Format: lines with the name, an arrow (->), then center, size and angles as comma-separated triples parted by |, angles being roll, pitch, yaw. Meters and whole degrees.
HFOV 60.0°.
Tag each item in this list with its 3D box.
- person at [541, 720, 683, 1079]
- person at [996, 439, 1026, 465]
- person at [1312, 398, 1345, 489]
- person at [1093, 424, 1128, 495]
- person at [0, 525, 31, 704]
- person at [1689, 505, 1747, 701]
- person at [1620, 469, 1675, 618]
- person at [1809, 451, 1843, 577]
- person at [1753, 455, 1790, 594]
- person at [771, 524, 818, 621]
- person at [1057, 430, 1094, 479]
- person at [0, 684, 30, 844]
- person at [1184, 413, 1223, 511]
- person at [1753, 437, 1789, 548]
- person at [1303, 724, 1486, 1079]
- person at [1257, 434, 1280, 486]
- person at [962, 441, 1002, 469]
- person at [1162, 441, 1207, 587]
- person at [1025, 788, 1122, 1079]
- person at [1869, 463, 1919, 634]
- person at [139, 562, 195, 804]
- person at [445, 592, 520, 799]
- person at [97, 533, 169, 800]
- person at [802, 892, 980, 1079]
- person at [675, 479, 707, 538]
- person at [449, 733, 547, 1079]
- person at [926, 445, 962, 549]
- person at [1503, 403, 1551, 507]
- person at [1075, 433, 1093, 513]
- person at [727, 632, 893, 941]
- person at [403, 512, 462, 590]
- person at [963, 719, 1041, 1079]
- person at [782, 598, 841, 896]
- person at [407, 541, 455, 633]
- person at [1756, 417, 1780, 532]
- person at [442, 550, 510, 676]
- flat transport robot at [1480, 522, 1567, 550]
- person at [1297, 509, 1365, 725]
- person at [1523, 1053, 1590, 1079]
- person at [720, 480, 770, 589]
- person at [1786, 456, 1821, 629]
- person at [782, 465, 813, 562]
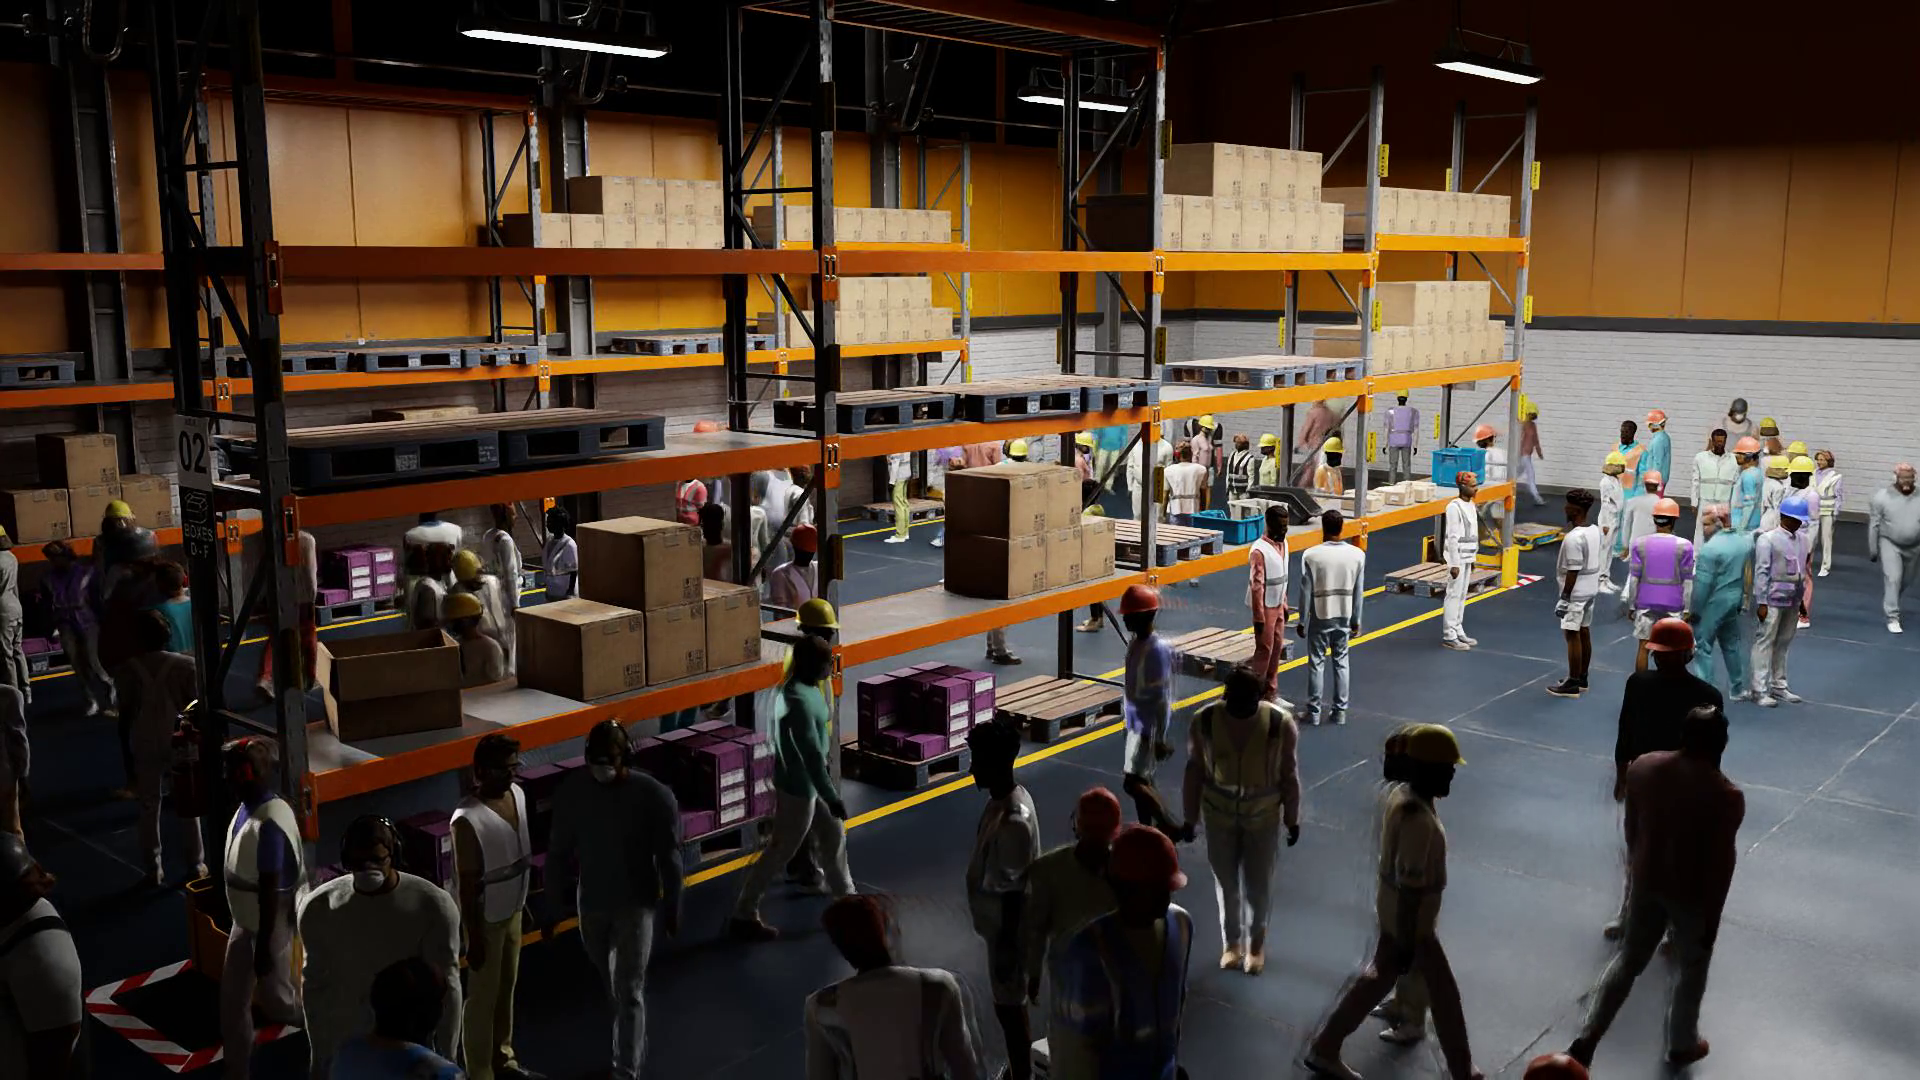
person -> -1.689, 1.804, 7.939 | 0.637, 1.900, 0.938 | 2, 10, 14
person -> 0.652, -0.399, 21.253 | 0.509, 1.846, 0.342 | -5, 11, -26
person -> 6.448, -1.803, 29.211 | 0.614, 1.987, 0.403 | -1, 10, -8
person -> 2.617, -1.629, 29.019 | 0.645, 1.703, 0.334 | 0, 10, -3
person -> -8.724, 0.685, 15.128 | 0.323, 1.730, 0.490 | -1, 10, -8
person -> 6.999, 0.592, 15.312 | 0.876, 1.870, 0.393 | -7, 12, -37
person -> 7.764, 0.066, 18.806 | 0.499, 1.732, 0.566 | -8, 12, -40
person -> 11.142, -0.345, 21.544 | 0.308, 1.640, 0.511 | -6, 11, -34
person -> 9.853, -0.158, 20.117 | 0.304, 1.743, 0.494 | 2, 10, 9
person -> -1.290, 0.814, 13.762 | 0.543, 1.928, 0.372 | -9, 13, -44
person -> 1.656, -0.870, 23.466 | 0.605, 2.045, 0.378 | -6, 11, -33
person -> -6.109, 1.474, 10.376 | 0.554, 1.743, 0.345 | -4, 10, -21
person -> 3.708, -1.180, 25.369 | 0.618, 2.029, 0.409 | 4, 10, 23
person -> 11.439, -0.653, 23.491 | 0.774, 1.588, 0.527 | -2, 10, -9
person -> 2.175, 1.799, 8.064 | 1.001, 1.875, 0.593 | 1, 10, 7
person -> 4.158, -0.558, 22.468 | 0.332, 1.760, 0.526 | -1, 10, -6
person -> 0.317, -0.789, 23.124 | 0.616, 1.997, 0.373 | 5, 11, 25
person -> 2.797, -0.310, 20.754 | 0.563, 1.836, 0.395 | 0, 10, -2
person -> 0.587, 1.952, 7.521 | 0.582, 1.732, 0.358 | 0, 10, 0
person -> 10.440, 0.052, 18.504 | 0.634, 1.871, 0.919 | 2, 10, 9
person -> -5.830, 1.073, 12.477 | 0.390, 1.840, 0.562 | 8, 12, 39
person -> -3.405, 1.213, 11.889 | 0.527, 1.751, 0.607 | 5, 11, 28
person -> -6.286, 0.914, 12.829 | 0.699, 2.000, 0.818 | 6, 11, 33
person -> -0.178, 2.168, 5.945 | 0.738, 1.858, 0.351 | 0, 10, -2
person -> -3.314, -0.185, 20.435 | 0.532, 1.691, 0.318 | 9, 13, 42
person -> -2.250, 1.820, 8.010 | 0.391, 1.841, 0.564 | 2, 10, 10
person -> -0.133, -0.810, 23.652 | 0.626, 1.867, 0.988 | 8, 12, 39
person -> 9.486, -1.441, 27.855 | 0.903, 1.721, 0.526 | 7, 12, 35
person -> 1.643, -0.576, 22.570 | 0.327, 1.760, 0.523 | 0, 10, -1
person -> -0.946, 1.480, 9.936 | 0.981, 1.895, 0.635 | 0, 10, 2
person -> -5.029, 0.485, 15.825 | 0.600, 1.899, 0.549 | -8, 12, -38
person -> 0.202, 1.794, 7.825 | 0.373, 1.957, 0.606 | 0, 10, -2
person -> -0.955, 1.322, 10.737 | 0.381, 1.923, 0.591 | -4, 10, -20
person -> -4.259, 0.926, 13.445 | 0.426, 1.832, 0.605 | -2, 10, -12
person -> 12.120, -0.977, 25.021 | 0.321, 1.738, 0.484 | 9, 13, 44
person -> -3.878, 0.928, 13.543 | 0.406, 1.781, 0.686 | 5, 11, 28
flat transport robot -> 8.129, -0.059, 23.911 | 1.431, 0.197, 0.652 | -9, 13, -44
person -> 3.254, 0.683, 14.614 | 0.594, 1.909, 0.407 | -2, 10, -13
person -> 1.749, 2.365, 5.029 | 0.564, 1.748, 0.339 | 1, 10, 3
person -> -2.254, 0.281, 17.094 | 0.626, 1.894, 1.006 | -2, 10, -11
person -> 9.305, 0.028, 18.452 | 0.384, 1.928, 0.588 | 1, 10, 7
person -> -1.794, 0.044, 18.533 | 0.364, 1.879, 0.579 | -3, 10, -18
